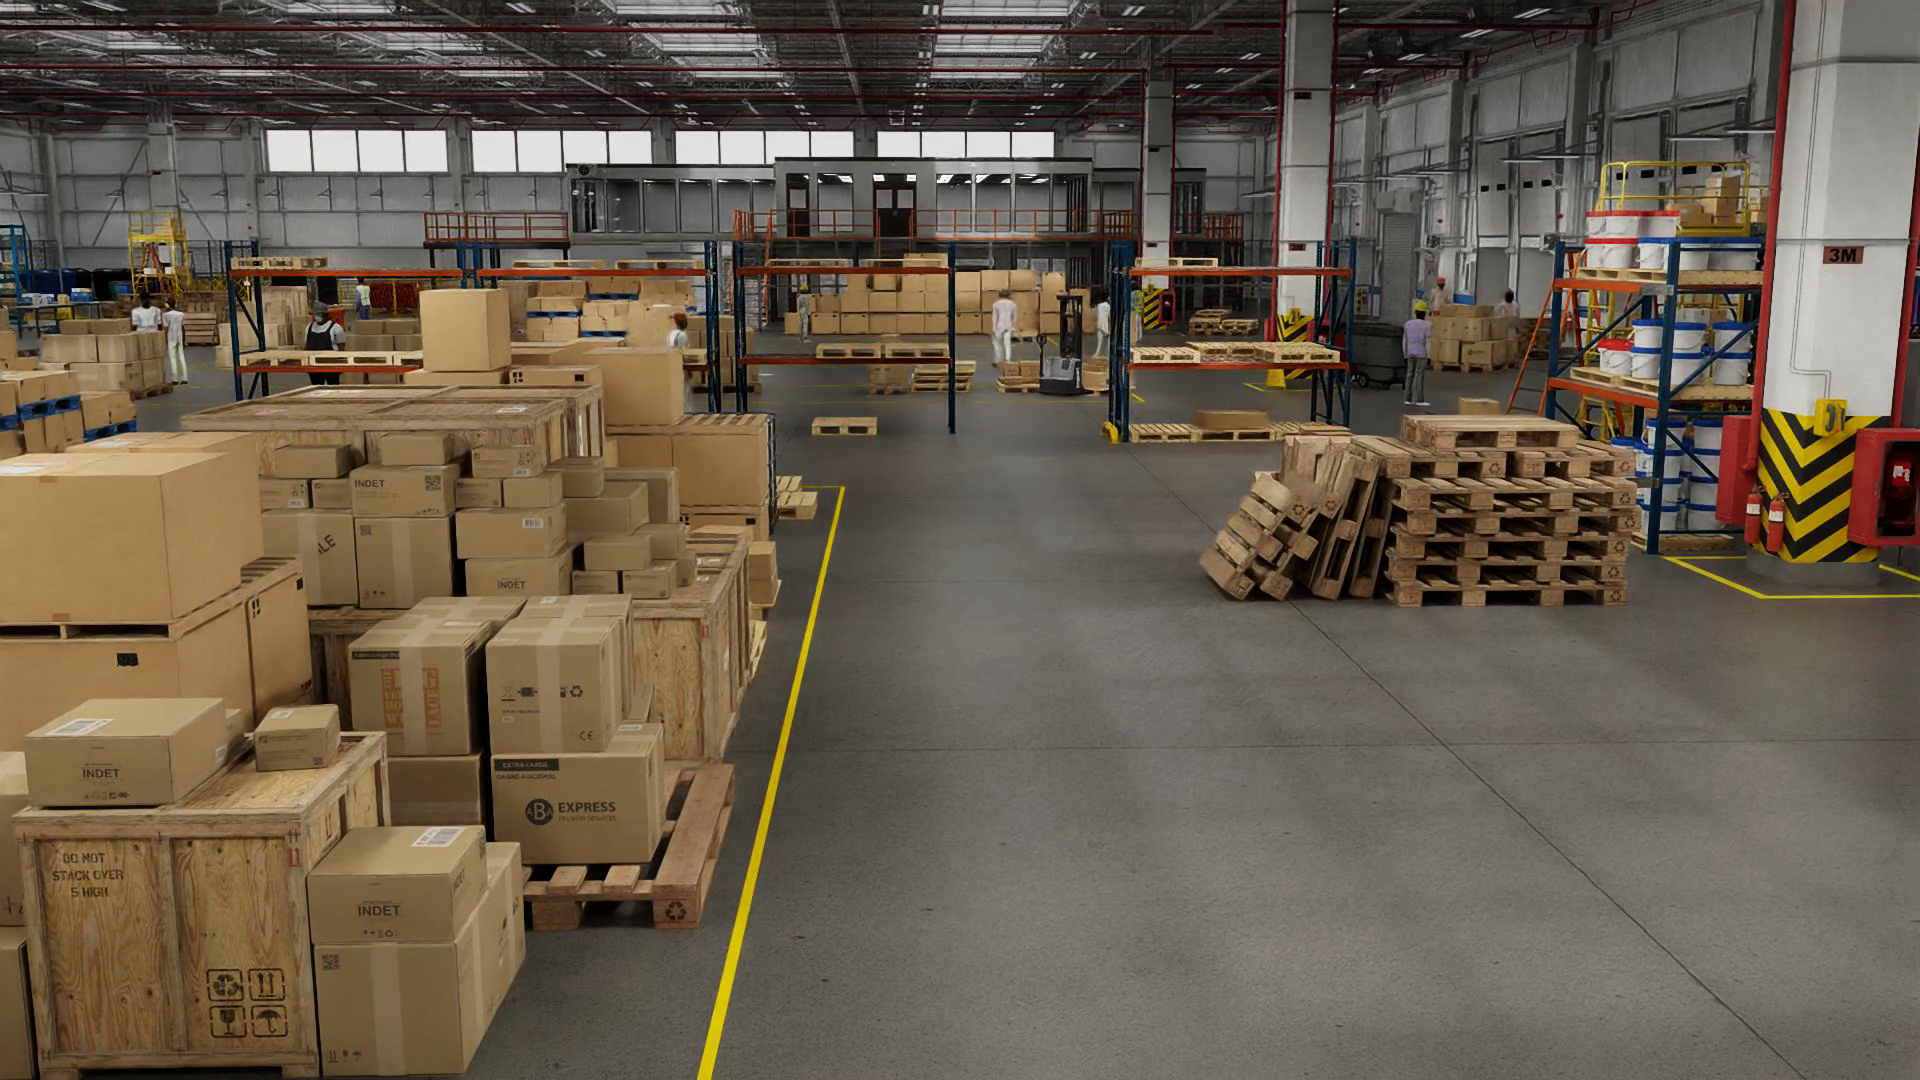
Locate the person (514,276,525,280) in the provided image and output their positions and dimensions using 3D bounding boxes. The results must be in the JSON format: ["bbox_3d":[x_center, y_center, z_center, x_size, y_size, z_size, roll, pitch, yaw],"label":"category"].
[{"bbox_3d":[-19.419,-11.029,73.344,0.504,1.834,0.469,2,10,11],"label":"person"}]

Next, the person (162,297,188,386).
[{"bbox_3d":[-16.601,-4.187,35.143,0.328,1.865,0.508,6,12,30],"label":"person"}]

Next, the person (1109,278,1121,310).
[{"bbox_3d":[6.511,-10.343,69.468,0.572,1.840,0.956,-2,10,-10],"label":"person"}]

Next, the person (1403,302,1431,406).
[{"bbox_3d":[8.471,-3.439,30.789,0.375,1.929,0.585,-8,13,-38],"label":"person"}]

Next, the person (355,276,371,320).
[{"bbox_3d":[-19.350,-7.592,53.964,0.399,1.915,0.589,4,11,22],"label":"person"}]

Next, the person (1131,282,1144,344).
[{"bbox_3d":[5.237,-6.782,49.699,0.431,1.835,0.624,7,12,35],"label":"person"}]

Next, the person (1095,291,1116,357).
[{"bbox_3d":[3.613,-5.153,40.660,0.505,1.820,0.967,10,14,44],"label":"person"}]

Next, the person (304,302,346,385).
[{"bbox_3d":[-10.678,-2.971,27.872,0.689,2.000,0.539,1,10,5],"label":"person"}]

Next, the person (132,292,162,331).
[{"bbox_3d":[-17.922,-4.507,36.727,0.616,1.922,0.919,-6,12,-31],"label":"person"}]

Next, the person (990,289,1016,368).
[{"bbox_3d":[1.002,-5.066,39.898,0.651,1.908,0.815,-4,11,-22],"label":"person"}]

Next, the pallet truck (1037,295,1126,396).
[{"bbox_3d":[2.483,-3.881,33.060,1.885,1.965,0.823,-7,13,-36],"label":"pallet truck"}]

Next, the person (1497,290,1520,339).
[{"bbox_3d":[13.899,-5.443,42.291,0.641,1.816,0.653,-2,10,-13],"label":"person"}]

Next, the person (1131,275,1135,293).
[{"bbox_3d":[6.317,-8.919,61.292,0.356,1.936,0.551,2,10,11],"label":"person"}]

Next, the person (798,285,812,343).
[{"bbox_3d":[-4.685,-6.823,50.161,0.294,1.744,0.486,-8,13,-37],"label":"person"}]

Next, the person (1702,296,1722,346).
[{"bbox_3d":[15.920,-4.236,35.261,0.382,1.918,0.585,10,14,43],"label":"person"}]

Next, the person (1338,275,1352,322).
[{"bbox_3d":[14.334,-8.984,61.804,0.609,1.898,1.018,-1,10,-3],"label":"person"}]

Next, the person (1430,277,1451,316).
[{"bbox_3d":[14.549,-6.983,50.432,0.623,1.969,0.790,1,10,4],"label":"person"}]

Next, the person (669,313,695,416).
[{"bbox_3d":[-4.781,-2.898,28.012,0.878,1.853,0.576,-5,11,-24],"label":"person"}]
